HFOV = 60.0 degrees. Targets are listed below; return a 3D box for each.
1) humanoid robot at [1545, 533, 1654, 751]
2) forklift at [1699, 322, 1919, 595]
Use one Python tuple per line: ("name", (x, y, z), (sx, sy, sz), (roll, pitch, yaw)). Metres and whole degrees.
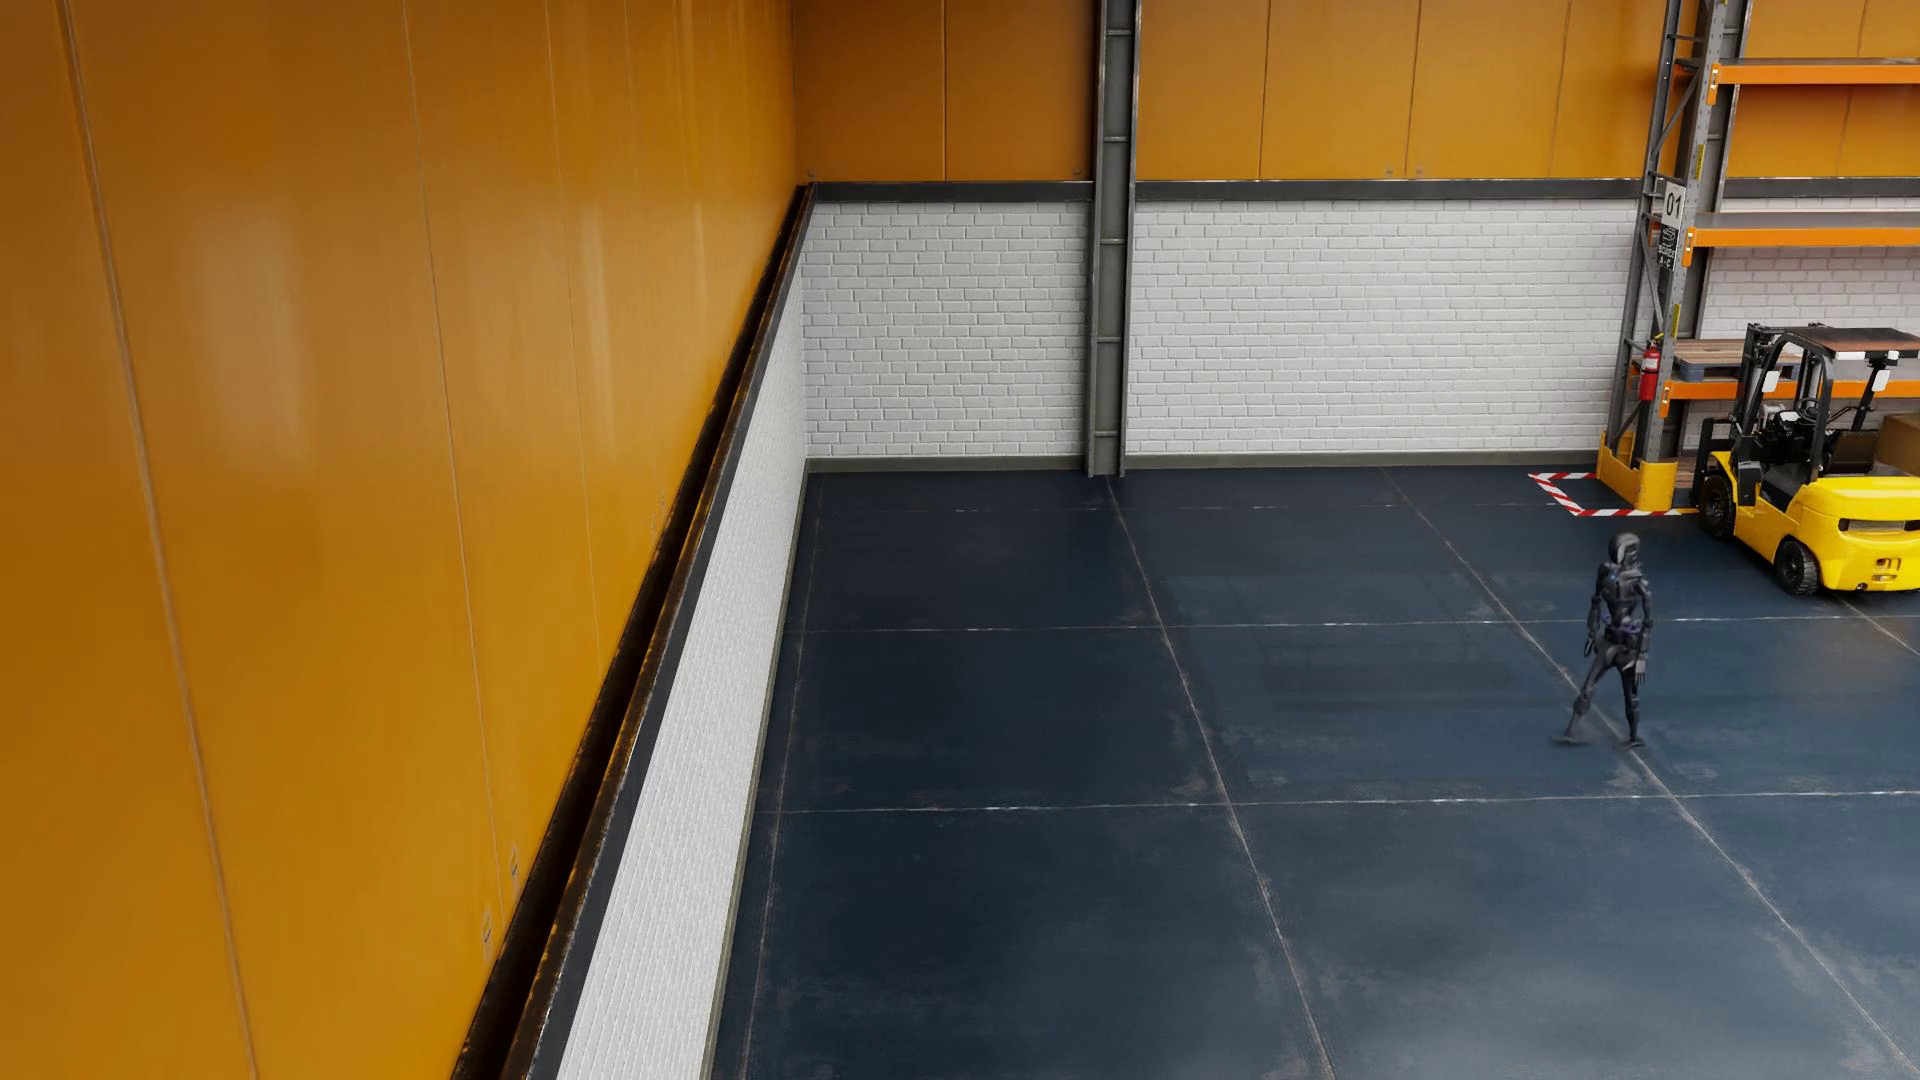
("humanoid robot", (4.559, 0.731, 11.580), (0.713, 1.627, 0.610), (-7, 21, -19))
("forklift", (7.809, -0.792, 14.926), (1.214, 2.155, 2.313), (-1, 20, -2))
